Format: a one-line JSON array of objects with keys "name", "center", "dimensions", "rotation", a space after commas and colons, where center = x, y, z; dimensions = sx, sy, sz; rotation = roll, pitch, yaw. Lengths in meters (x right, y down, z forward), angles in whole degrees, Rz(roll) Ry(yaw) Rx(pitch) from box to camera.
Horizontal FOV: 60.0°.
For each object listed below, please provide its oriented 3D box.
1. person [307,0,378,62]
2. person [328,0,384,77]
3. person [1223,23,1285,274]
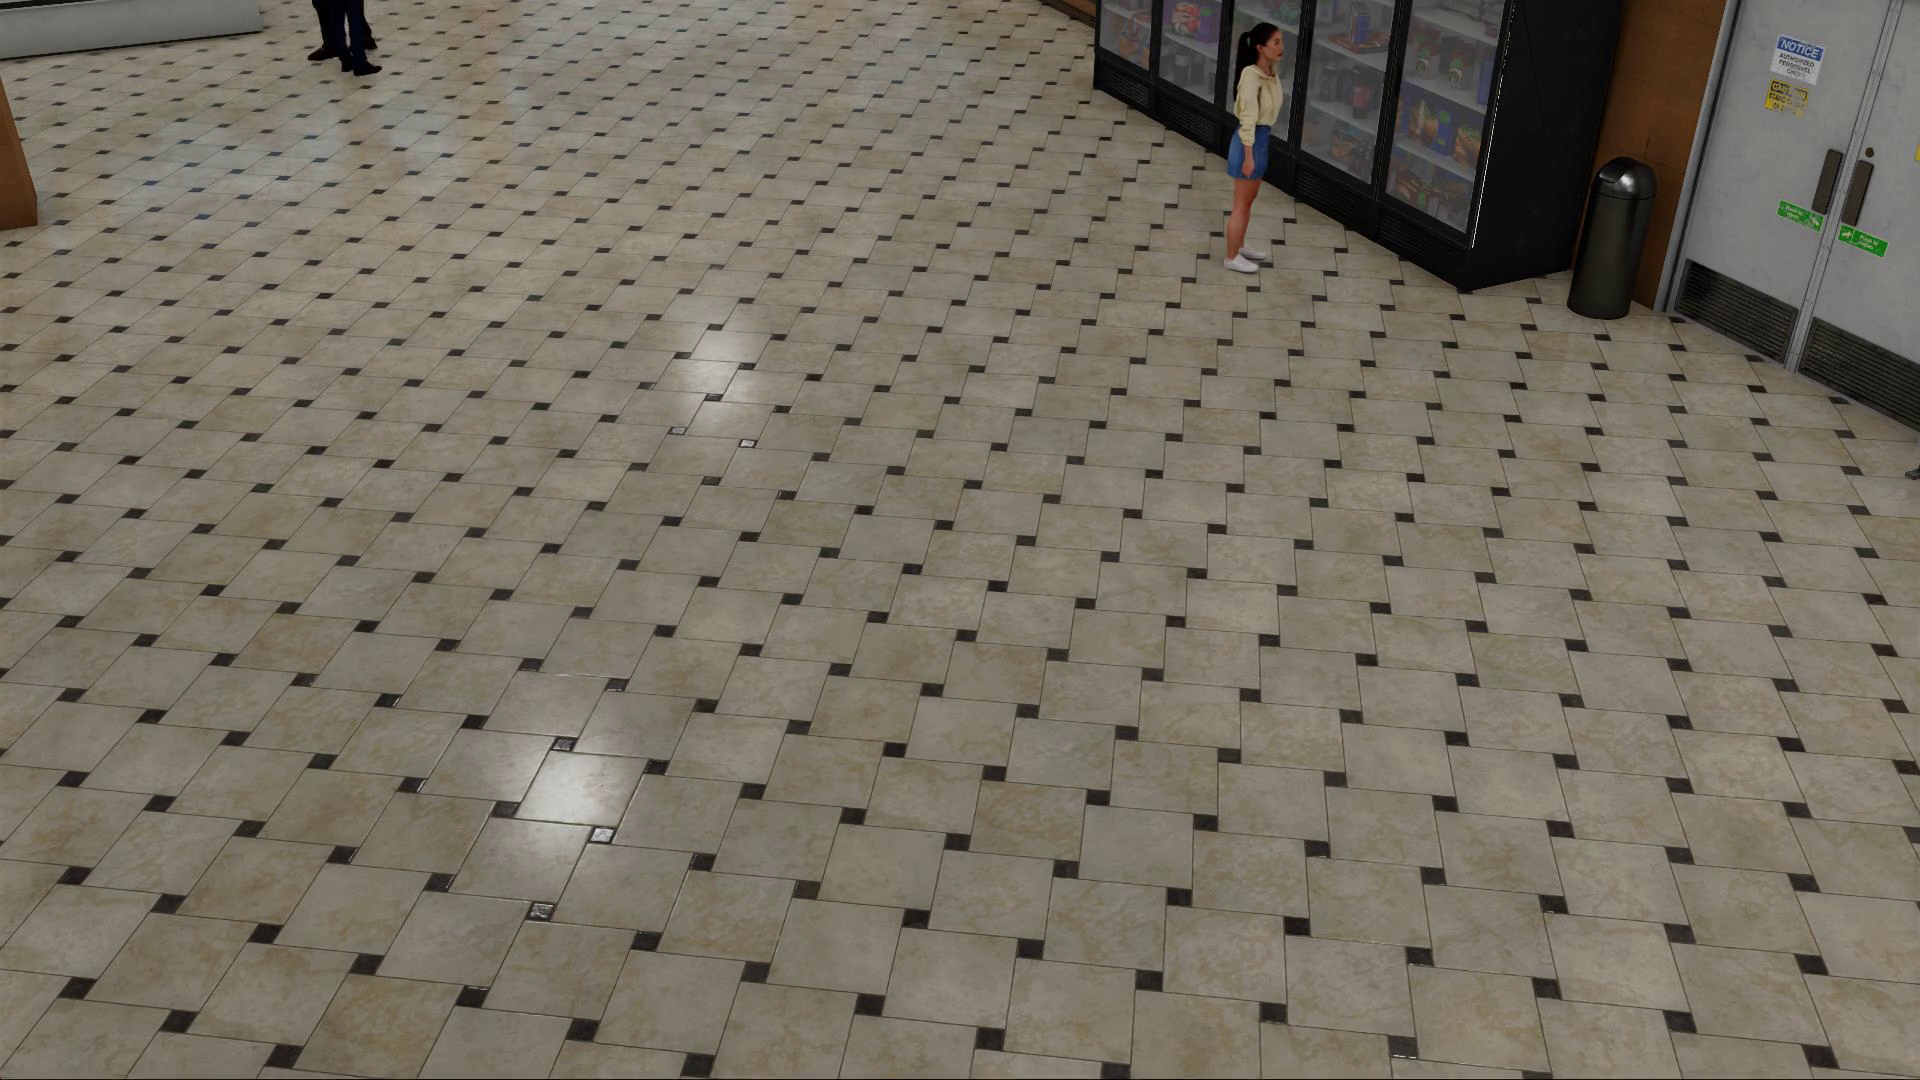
[{"name": "person", "center": [-5.702, -5.288, 15.218], "dimensions": [1.034, 1.769, 0.851], "rotation": [-22, 38, -31]}, {"name": "person", "center": [-5.557, -5.124, 14.842], "dimensions": [0.754, 1.887, 0.802], "rotation": [12, 34, 19]}, {"name": "person", "center": [1.934, -2.610, 11.045], "dimensions": [0.777, 1.631, 0.703], "rotation": [13, 34, 20]}]
